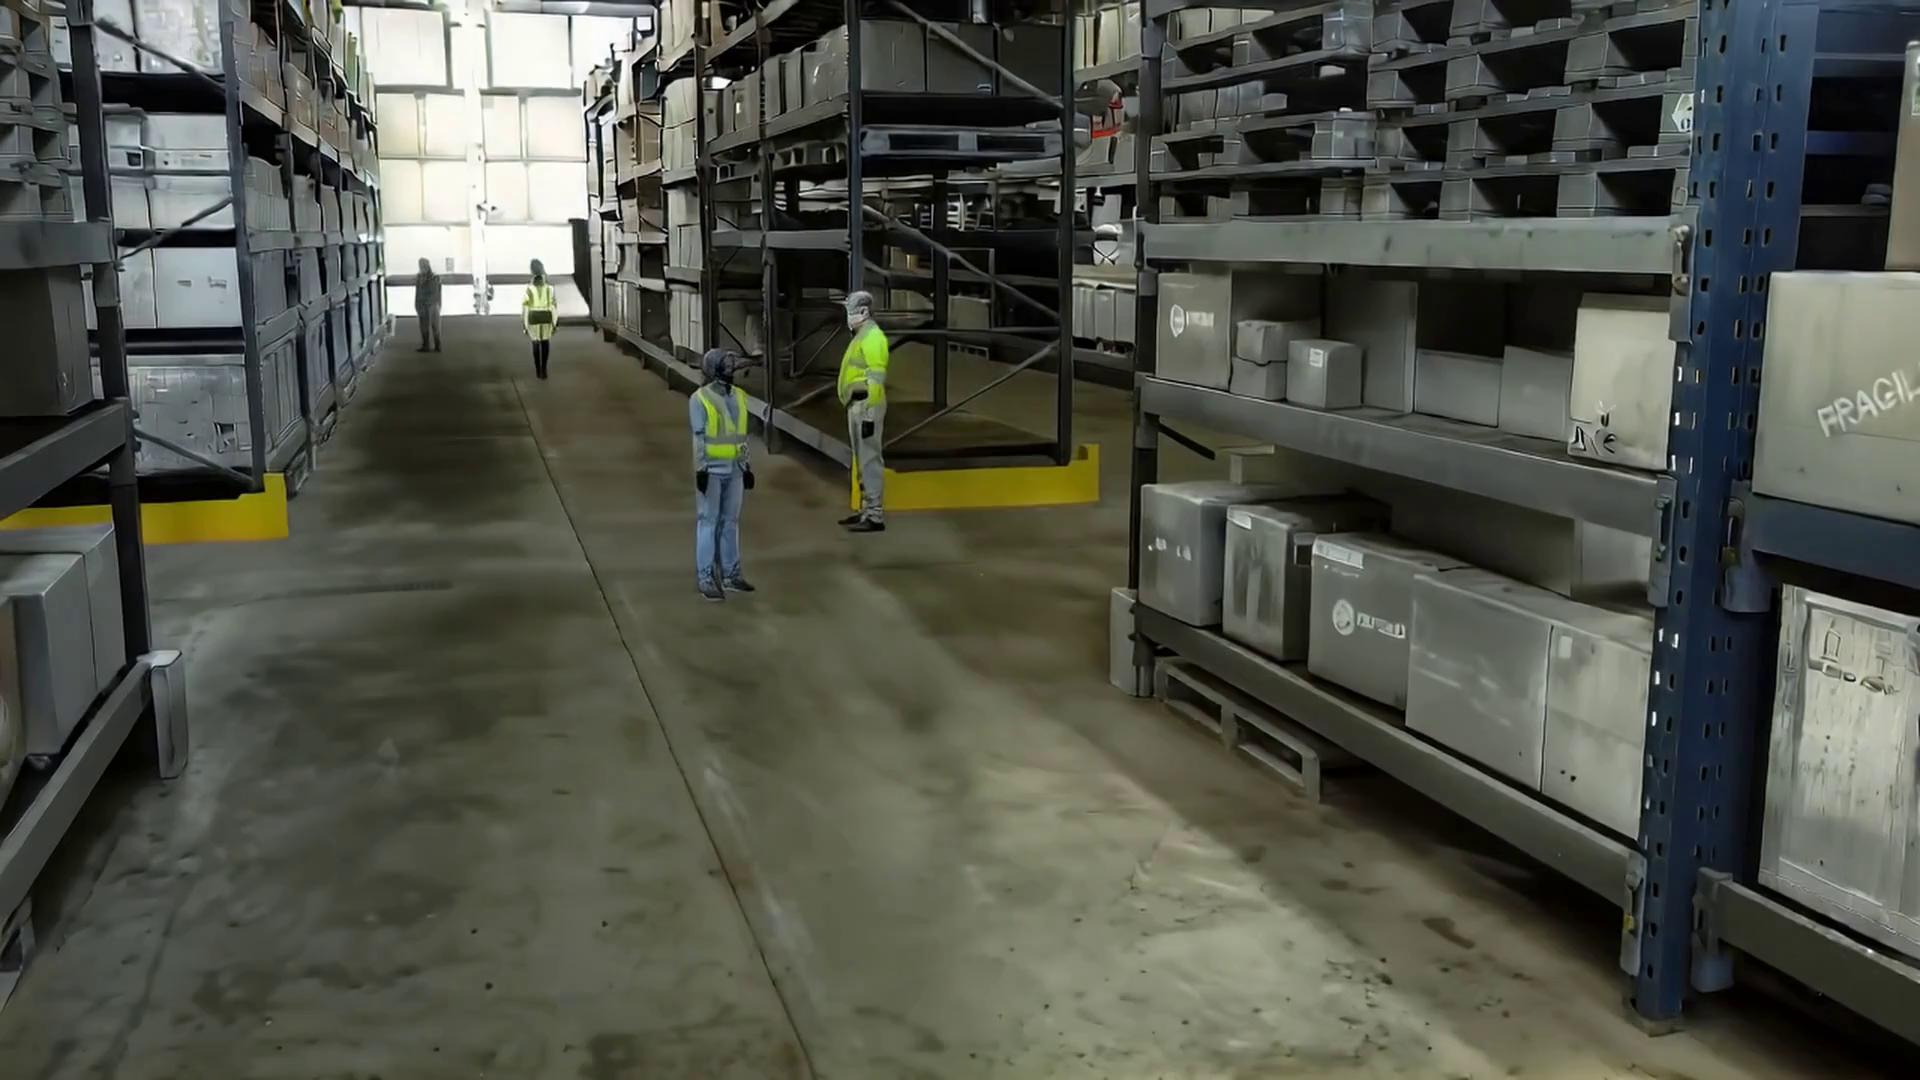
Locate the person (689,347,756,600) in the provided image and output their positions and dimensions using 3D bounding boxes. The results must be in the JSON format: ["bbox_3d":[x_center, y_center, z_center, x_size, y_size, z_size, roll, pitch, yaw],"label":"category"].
[{"bbox_3d":[-1.556,-0.441,10.886,0.309,1.641,0.513,7,12,34],"label":"person"}]

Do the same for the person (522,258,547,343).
[{"bbox_3d":[-9.436,-5.313,36.958,0.559,1.877,1.038,-3,11,-17],"label":"person"}]

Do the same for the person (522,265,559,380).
[{"bbox_3d":[-6.943,-3.606,27.560,0.565,1.882,0.975,-3,11,-16],"label":"person"}]

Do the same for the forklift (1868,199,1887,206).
[{"bbox_3d":[11.338,-2.915,21.052,1.129,2.768,1.873,-3,11,-17],"label":"forklift"}]

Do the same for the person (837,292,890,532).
[{"bbox_3d":[-0.784,-1.025,13.355,0.411,1.911,0.643,-3,11,-14],"label":"person"}]

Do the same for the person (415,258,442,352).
[{"bbox_3d":[-10.926,-4.814,34.128,0.643,1.910,0.400,6,12,28],"label":"person"}]

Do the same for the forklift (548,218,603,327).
[{"bbox_3d":[-9.828,-6.933,43.073,1.873,2.768,1.129,-3,11,-17],"label":"forklift"}]
